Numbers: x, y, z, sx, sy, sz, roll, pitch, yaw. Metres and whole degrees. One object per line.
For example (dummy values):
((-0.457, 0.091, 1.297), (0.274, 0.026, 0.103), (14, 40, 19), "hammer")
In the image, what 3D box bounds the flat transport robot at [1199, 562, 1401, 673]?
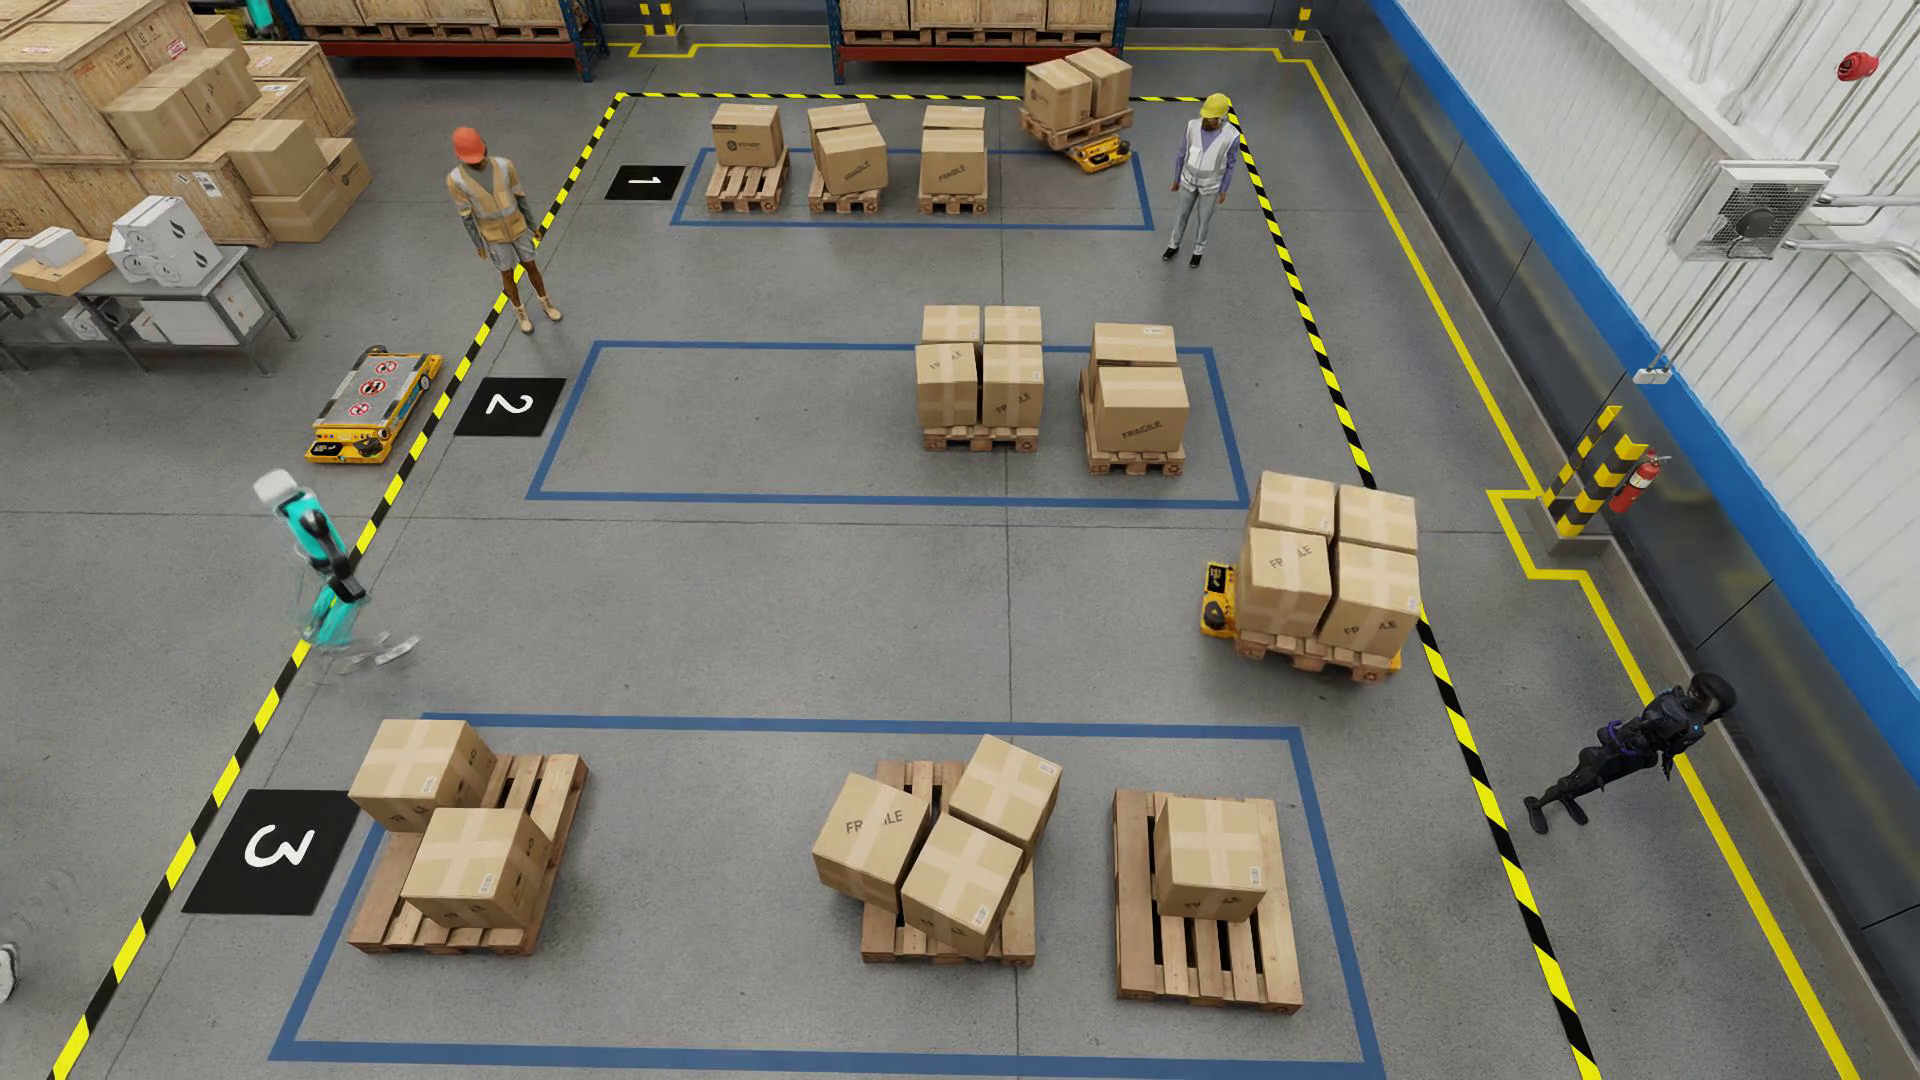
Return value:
((2.567, 0.535, 6.896), (1.431, 0.197, 0.652), (11, 51, 9), "flat transport robot")

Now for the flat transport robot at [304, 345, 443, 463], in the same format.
((-5.383, -1.269, 8.441), (0.659, 0.231, 1.431), (1, 50, 1), "flat transport robot")

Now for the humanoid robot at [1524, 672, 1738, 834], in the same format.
((3.925, 1.260, 5.367), (0.599, 1.659, 0.315), (-7, 50, -6), "humanoid robot")

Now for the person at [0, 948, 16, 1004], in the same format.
((-5.608, 2.080, 4.580), (0.606, 1.835, 0.442), (6, 50, 5), "person")

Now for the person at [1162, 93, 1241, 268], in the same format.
((2.486, -3.692, 9.468), (0.597, 1.827, 0.403), (23, 53, 18), "person")

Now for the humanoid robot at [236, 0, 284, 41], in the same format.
((-9.099, -6.348, 11.835), (0.893, 1.845, 0.552), (2, 50, 2), "humanoid robot")

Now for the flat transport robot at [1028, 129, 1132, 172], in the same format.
((1.492, -5.178, 11.731), (0.652, 0.197, 1.431), (-27, 55, -21), "flat transport robot")

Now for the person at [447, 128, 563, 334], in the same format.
((-4.290, -2.897, 8.666), (0.613, 2.028, 0.399), (-31, 56, -24), "person")

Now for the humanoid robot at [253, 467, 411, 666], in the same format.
((-4.295, 0.304, 6.059), (0.533, 1.678, 0.735), (34, 57, 25), "humanoid robot")
